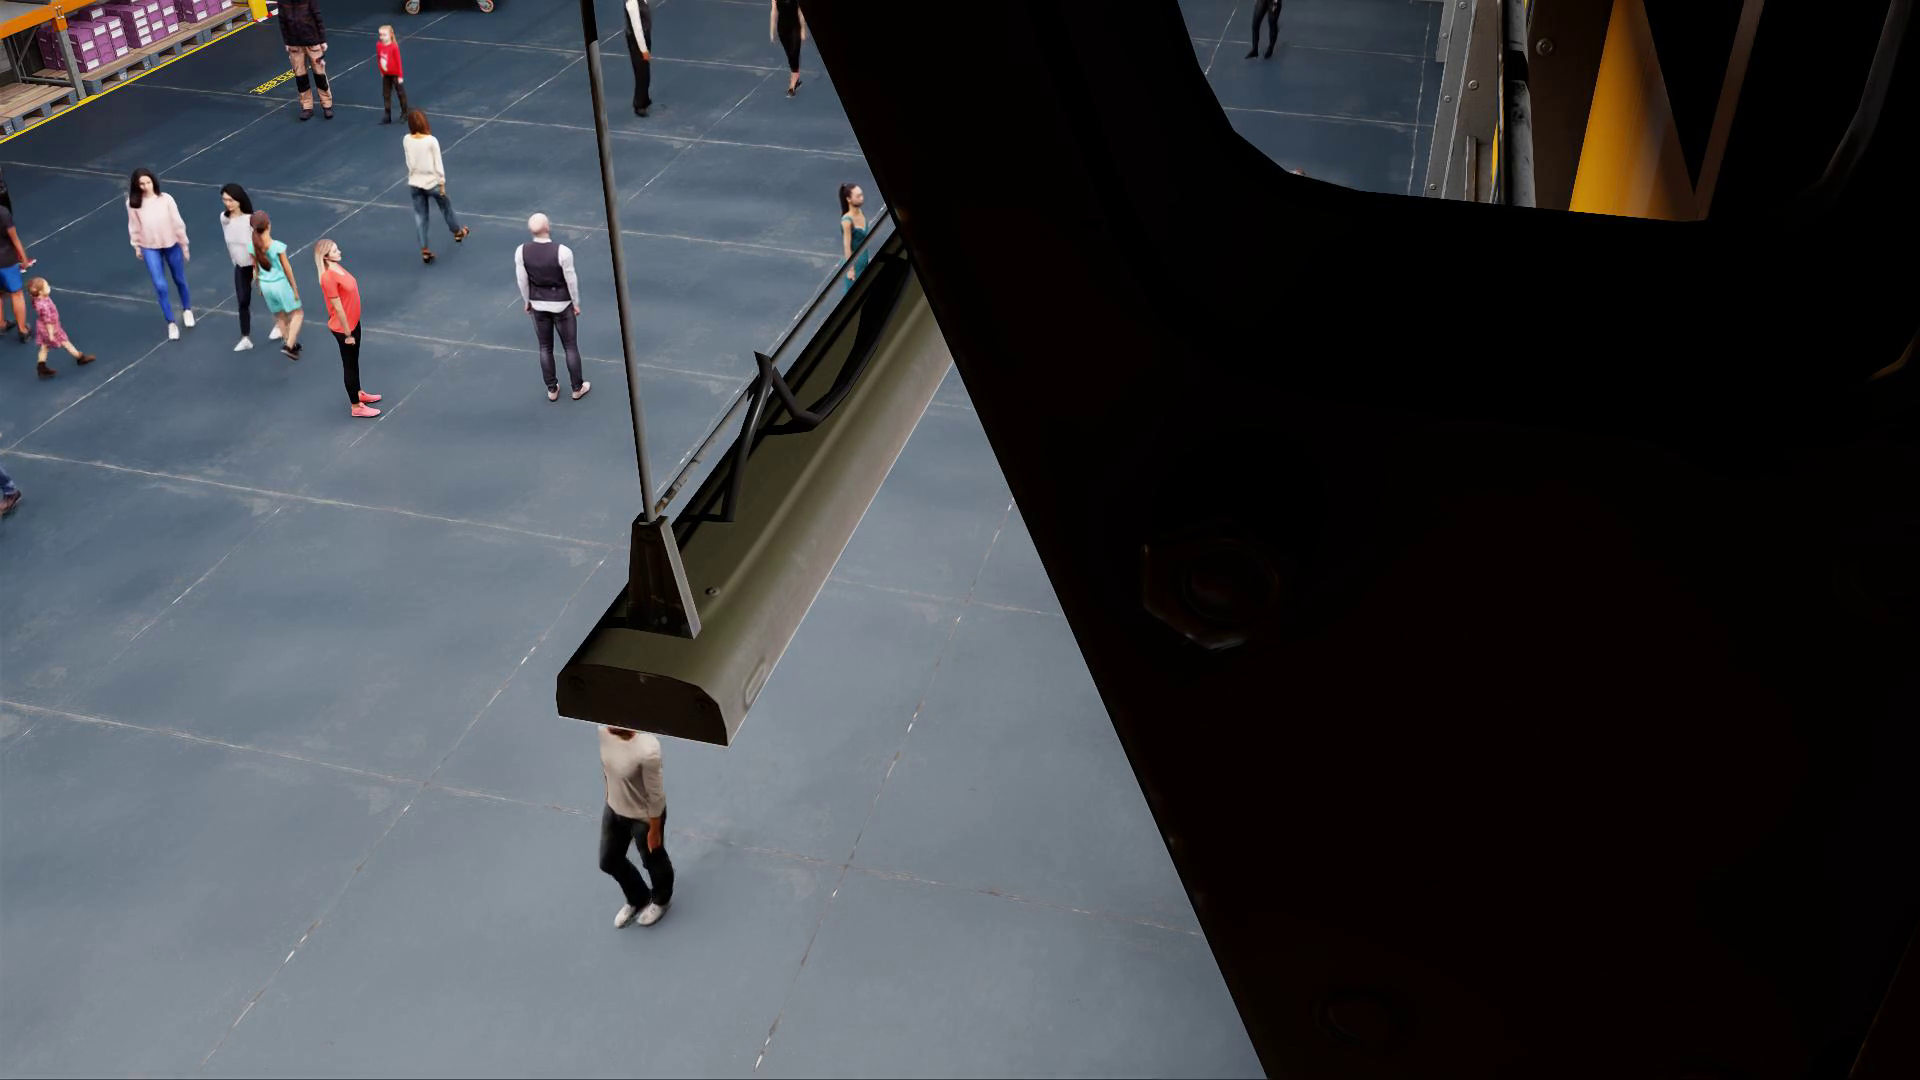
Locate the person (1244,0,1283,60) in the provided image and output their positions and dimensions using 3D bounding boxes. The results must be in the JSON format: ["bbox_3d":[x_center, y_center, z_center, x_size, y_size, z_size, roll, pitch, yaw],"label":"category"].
[{"bbox_3d":[4.504,-7.782,23.954,0.774,1.665,0.877,26,42,33],"label":"person"}]

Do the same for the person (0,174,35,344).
[{"bbox_3d":[-9.396,-2.746,16.281,0.743,1.772,0.678,-3,34,-5],"label":"person"}]

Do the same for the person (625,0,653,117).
[{"bbox_3d":[-4.258,-6.614,21.994,0.984,1.890,0.711,-11,35,-16],"label":"person"}]

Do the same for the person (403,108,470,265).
[{"bbox_3d":[-5.795,-3.789,17.960,0.646,1.650,1.004,8,34,11],"label":"person"}]

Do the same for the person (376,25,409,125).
[{"bbox_3d":[-7.421,-6.126,21.818,0.525,1.270,0.707,7,34,11],"label":"person"}]

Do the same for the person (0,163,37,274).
[{"bbox_3d":[-10.331,-3.671,17.761,0.700,1.673,0.545,-1,34,-1],"label":"person"}]

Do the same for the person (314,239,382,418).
[{"bbox_3d":[-5.604,-1.944,15.144,0.732,1.694,0.618,-7,34,-11],"label":"person"}]

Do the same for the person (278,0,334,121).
[{"bbox_3d":[-8.581,-6.502,21.796,0.787,1.921,0.773,-6,34,-9],"label":"person"}]

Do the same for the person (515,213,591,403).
[{"bbox_3d":[-3.764,-2.139,15.322,0.742,1.823,0.685,0,34,1],"label":"person"}]

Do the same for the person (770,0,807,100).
[{"bbox_3d":[-2.287,-6.946,22.667,0.594,1.696,0.995,8,34,12],"label":"person"}]

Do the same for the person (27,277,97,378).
[{"bbox_3d":[-8.756,-2.019,15.889,0.635,0.995,0.809,28,43,35],"label":"person"}]

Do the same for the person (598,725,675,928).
[{"bbox_3d":[-1.850,1.530,9.821,0.786,1.802,0.772,21,39,28],"label":"person"}]

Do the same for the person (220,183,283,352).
[{"bbox_3d":[-6.902,-2.742,16.362,0.654,1.675,0.939,6,34,9],"label":"person"}]

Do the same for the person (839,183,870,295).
[{"bbox_3d":[-1.017,-2.681,16.259,0.639,1.686,0.443,12,35,17],"label":"person"}]

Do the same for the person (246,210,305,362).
[{"bbox_3d":[-6.577,-2.398,15.957,0.632,1.551,0.798,2,34,3],"label":"person"}]

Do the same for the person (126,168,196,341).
[{"bbox_3d":[-7.938,-2.912,16.560,0.944,1.740,1.022,-12,36,-18],"label":"person"}]
